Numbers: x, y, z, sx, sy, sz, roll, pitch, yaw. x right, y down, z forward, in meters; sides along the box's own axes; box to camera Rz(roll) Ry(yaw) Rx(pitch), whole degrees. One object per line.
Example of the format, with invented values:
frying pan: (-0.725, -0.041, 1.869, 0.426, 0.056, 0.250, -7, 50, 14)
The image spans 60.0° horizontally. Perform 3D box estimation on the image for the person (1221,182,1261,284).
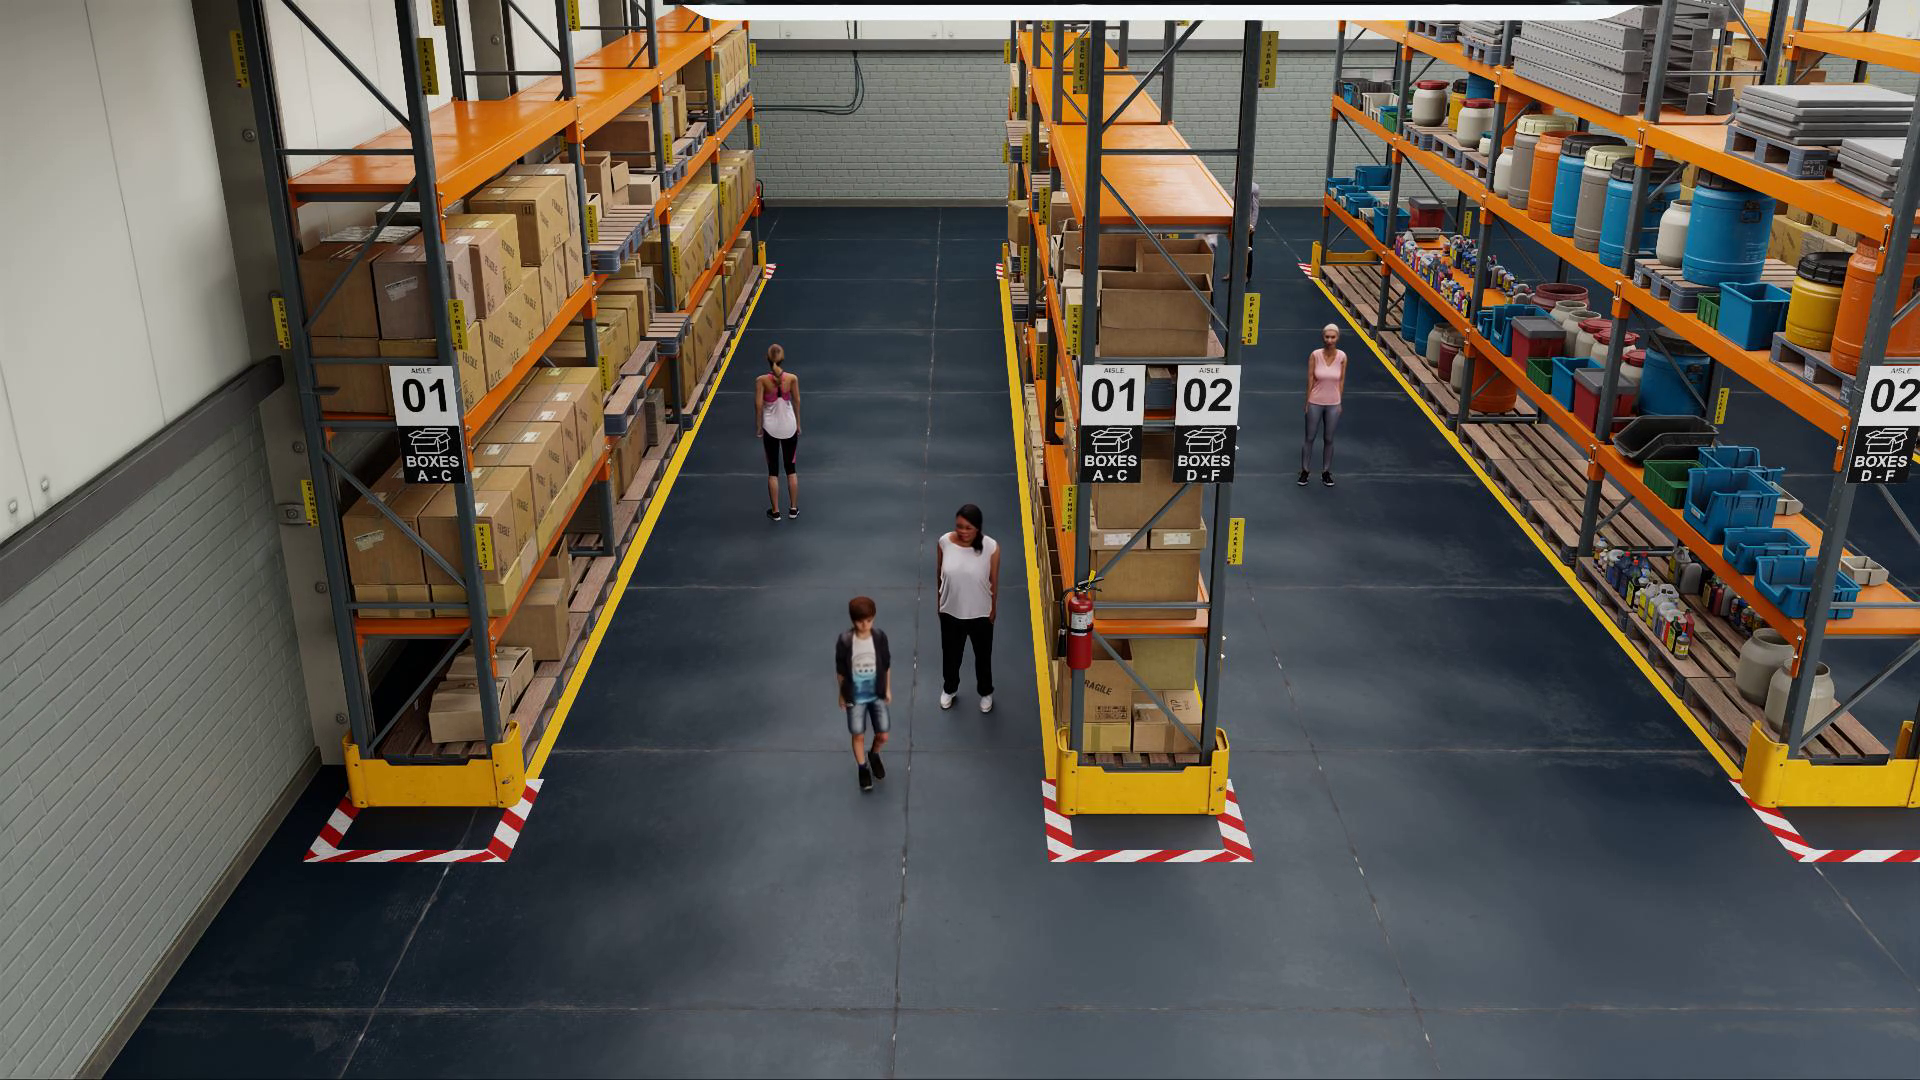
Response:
person: (4.384, -4.927, 25.796, 0.750, 1.850, 0.802, 20, 29, 39)

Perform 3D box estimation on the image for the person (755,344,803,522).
person: (-1.783, -1.067, 16.439, 0.659, 1.788, 0.615, -6, 23, -15)

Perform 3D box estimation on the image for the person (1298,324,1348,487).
person: (3.810, -1.430, 17.410, 0.586, 1.726, 0.553, 3, 22, 7)

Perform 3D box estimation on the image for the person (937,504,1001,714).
person: (0.060, 0.507, 12.732, 0.718, 1.682, 0.705, 6, 23, 14)

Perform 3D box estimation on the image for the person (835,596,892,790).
person: (-0.676, 1.045, 11.733, 0.592, 1.442, 0.600, -5, 23, -12)
